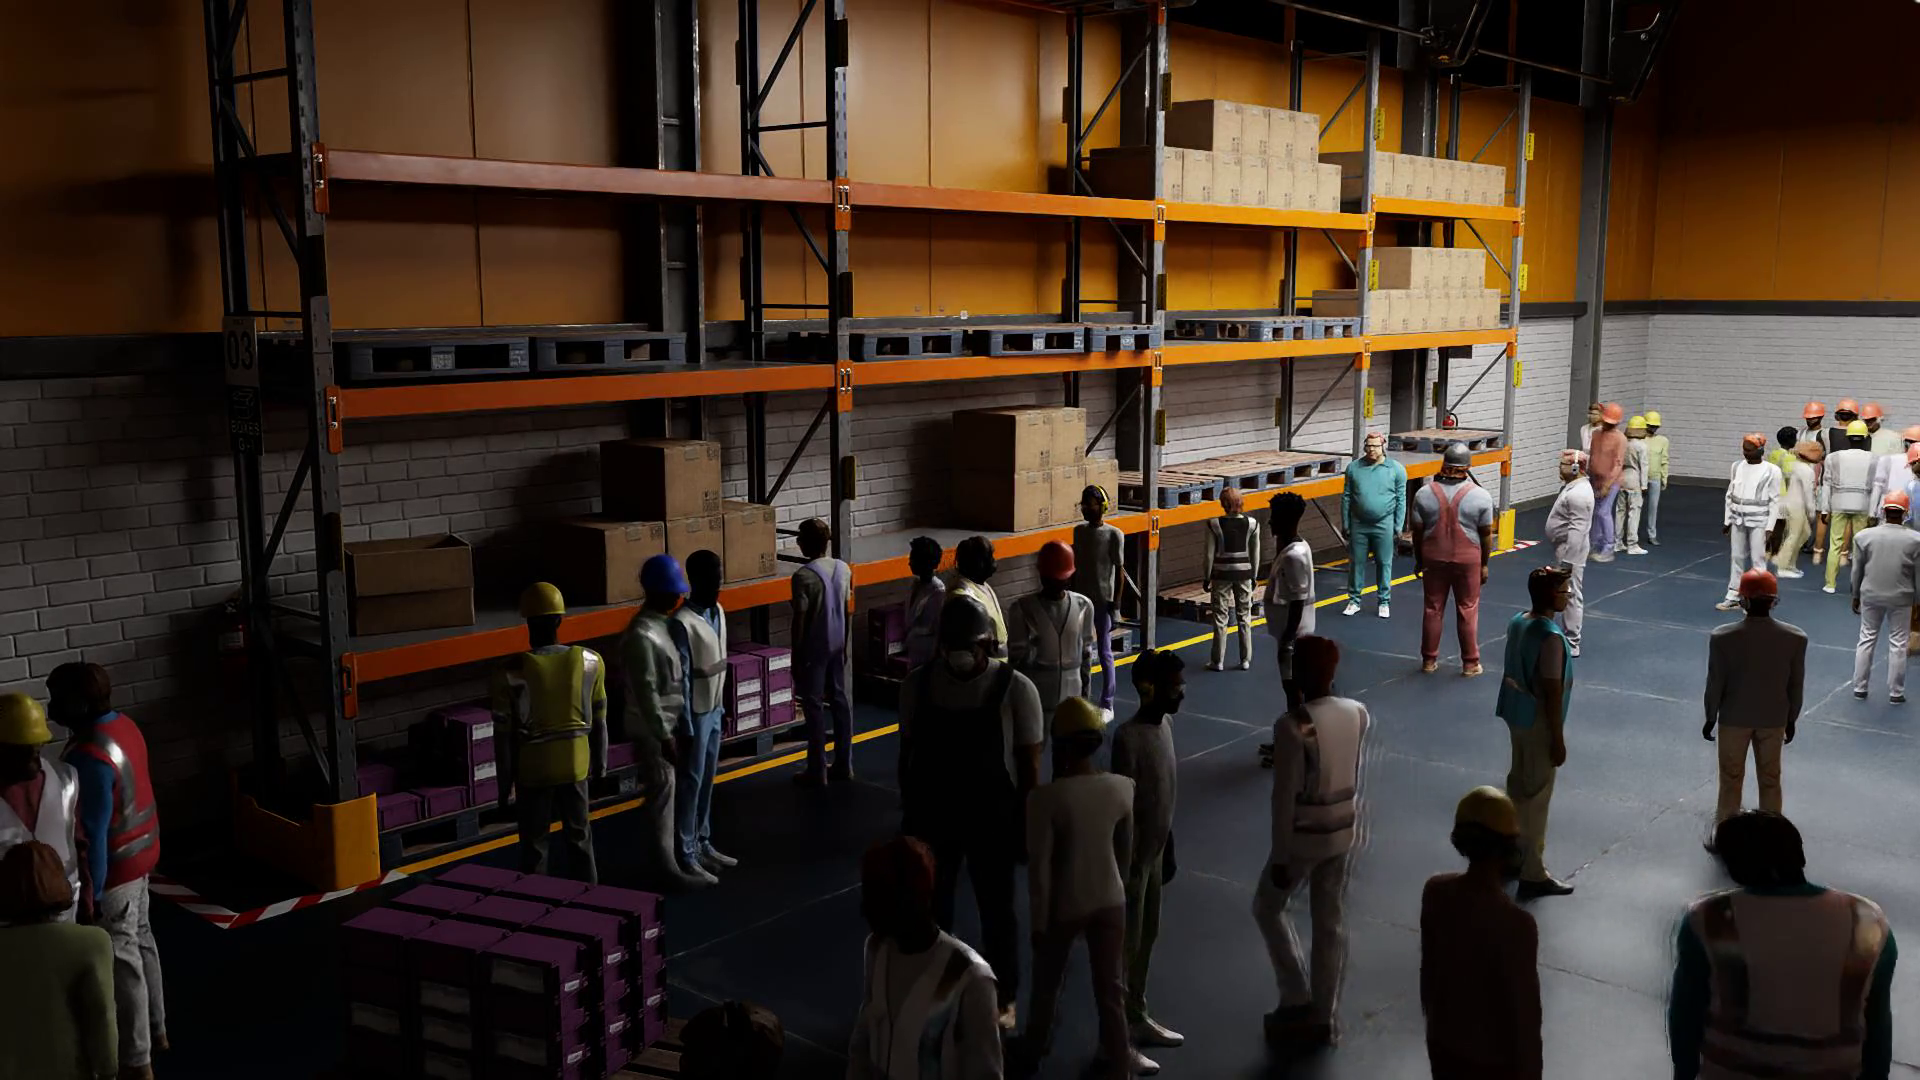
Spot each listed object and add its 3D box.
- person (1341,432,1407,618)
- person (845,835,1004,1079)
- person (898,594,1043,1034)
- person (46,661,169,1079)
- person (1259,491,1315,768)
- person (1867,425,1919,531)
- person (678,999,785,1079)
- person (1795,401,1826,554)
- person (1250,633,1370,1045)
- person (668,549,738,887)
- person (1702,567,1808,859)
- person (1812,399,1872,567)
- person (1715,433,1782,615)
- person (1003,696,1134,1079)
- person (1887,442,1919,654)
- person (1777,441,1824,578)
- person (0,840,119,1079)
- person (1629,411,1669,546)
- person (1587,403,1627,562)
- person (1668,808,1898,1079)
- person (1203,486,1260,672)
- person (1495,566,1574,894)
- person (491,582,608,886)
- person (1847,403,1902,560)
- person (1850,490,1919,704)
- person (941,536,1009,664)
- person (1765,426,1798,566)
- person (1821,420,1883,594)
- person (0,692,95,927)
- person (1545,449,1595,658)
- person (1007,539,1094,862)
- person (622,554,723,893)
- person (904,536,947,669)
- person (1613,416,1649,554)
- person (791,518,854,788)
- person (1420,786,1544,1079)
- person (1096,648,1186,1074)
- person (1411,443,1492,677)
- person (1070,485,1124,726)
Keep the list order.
[{"bbox_3d":[4.212,-0.155,17.004,0.652,1.906,0.408,4,10,23],"label":"person"},{"bbox_3d":[-0.172,1.769,4.752,0.802,1.855,0.603,-6,11,-34],"label":"person"},{"bbox_3d":[0.015,1.238,7.591,0.681,2.000,0.537,3,9,16],"label":"person"},{"bbox_3d":[-3.666,1.417,7.129,0.433,1.835,0.629,-2,9,-14],"label":"person"},{"bbox_3d":[2.323,0.629,11.756,0.373,1.966,0.607,2,9,11],"label":"person"},{"bbox_3d":[10.097,-0.278,17.814,0.591,1.903,0.606,8,12,43],"label":"person"},{"bbox_3d":[-0.464,1.926,3.828,0.351,1.837,0.502,-2,9,-15],"label":"person"},{"bbox_3d":[10.748,-0.786,21.019,0.385,1.929,0.543,-3,9,-18],"label":"person"},{"bbox_3d":[1.567,1.340,7.504,0.592,1.861,0.474,-6,10,-32],"label":"person"},{"bbox_3d":[-1.506,0.998,9.541,0.386,1.916,0.590,2,9,14],"label":"person"},{"bbox_3d":[4.688,1.028,9.857,0.563,1.755,0.320,1,9,4],"label":"person"},{"bbox_3d":[10.609,-0.682,20.039,0.613,2.028,0.409,5,10,32],"label":"person"},{"bbox_3d":[8.154,-0.172,17.181,0.354,1.887,0.573,-5,10,-30],"label":"person"},{"bbox_3d":[0.480,1.498,6.948,0.538,1.720,0.836,-4,10,-24],"label":"person"},{"bbox_3d":[8.776,0.120,14.996,0.435,1.991,0.711,-6,10,-32],"label":"person"},{"bbox_3d":[9.697,-0.346,19.175,0.455,1.605,0.526,2,9,13],"label":"person"},{"bbox_3d":[-3.069,1.773,5.574,0.498,1.582,0.875,-4,9,-22],"label":"person"},{"bbox_3d":[8.934,-0.796,21.616,0.526,1.762,0.340,1,9,4],"label":"person"},{"bbox_3d":[7.912,-0.712,20.436,0.396,1.961,0.660,-2,9,-12],"label":"person"},{"bbox_3d":[2.595,1.723,5.277,0.667,1.803,0.544,3,9,16],"label":"person"},{"bbox_3d":[2.383,0.346,14.621,0.514,1.645,0.308,-1,9,-9],"label":"person"},{"bbox_3d":[3.243,1.055,9.393,0.389,1.848,0.563,-1,9,-5],"label":"person"},{"bbox_3d":[-2.085,1.165,8.467,0.588,1.918,0.394,-5,10,-32],"label":"person"},{"bbox_3d":[11.317,-0.715,20.530,0.734,1.954,0.633,-8,12,-41],"label":"person"},{"bbox_3d":[7.574,0.459,13.567,0.565,1.744,0.350,8,12,40],"label":"person"},{"bbox_3d":[0.103,0.888,10.485,0.429,1.844,0.632,2,9,11],"label":"person"},{"bbox_3d":[9.942,-0.536,20.152,0.320,1.693,0.534,1,9,4],"label":"person"},{"bbox_3d":[9.752,-0.347,18.213,0.587,1.920,0.396,5,10,27],"label":"person"},{"bbox_3d":[-3.740,1.496,6.643,0.403,1.824,0.595,6,11,35],"label":"person"},{"bbox_3d":[5.565,0.118,15.234,0.409,1.913,0.642,3,9,18],"label":"person"},{"bbox_3d":[0.551,0.943,9.858,0.547,1.928,0.385,-3,9,-18],"label":"person"},{"bbox_3d":[-1.656,1.024,9.330,0.454,1.931,0.614,2,9,11],"label":"person"},{"bbox_3d":[-0.216,0.813,11.437,0.322,1.696,0.536,-3,9,-21],"label":"person"},{"bbox_3d":[8.519,-0.700,21.049,0.315,1.741,0.494,-4,10,-22],"label":"person"},{"bbox_3d":[-0.951,0.762,11.338,0.334,1.838,0.509,8,12,43],"label":"person"},{"bbox_3d":[1.732,1.706,5.538,0.417,1.744,0.628,-4,10,-25],"label":"person"},{"bbox_3d":[0.813,1.381,7.274,0.330,1.861,0.506,5,10,28],"label":"person"},{"bbox_3d":[4.299,0.165,14.513,0.680,2.000,0.536,5,10,28],"label":"person"},{"bbox_3d":[1.035,0.500,12.899,0.518,1.873,0.328,8,12,40],"label":"person"}]
